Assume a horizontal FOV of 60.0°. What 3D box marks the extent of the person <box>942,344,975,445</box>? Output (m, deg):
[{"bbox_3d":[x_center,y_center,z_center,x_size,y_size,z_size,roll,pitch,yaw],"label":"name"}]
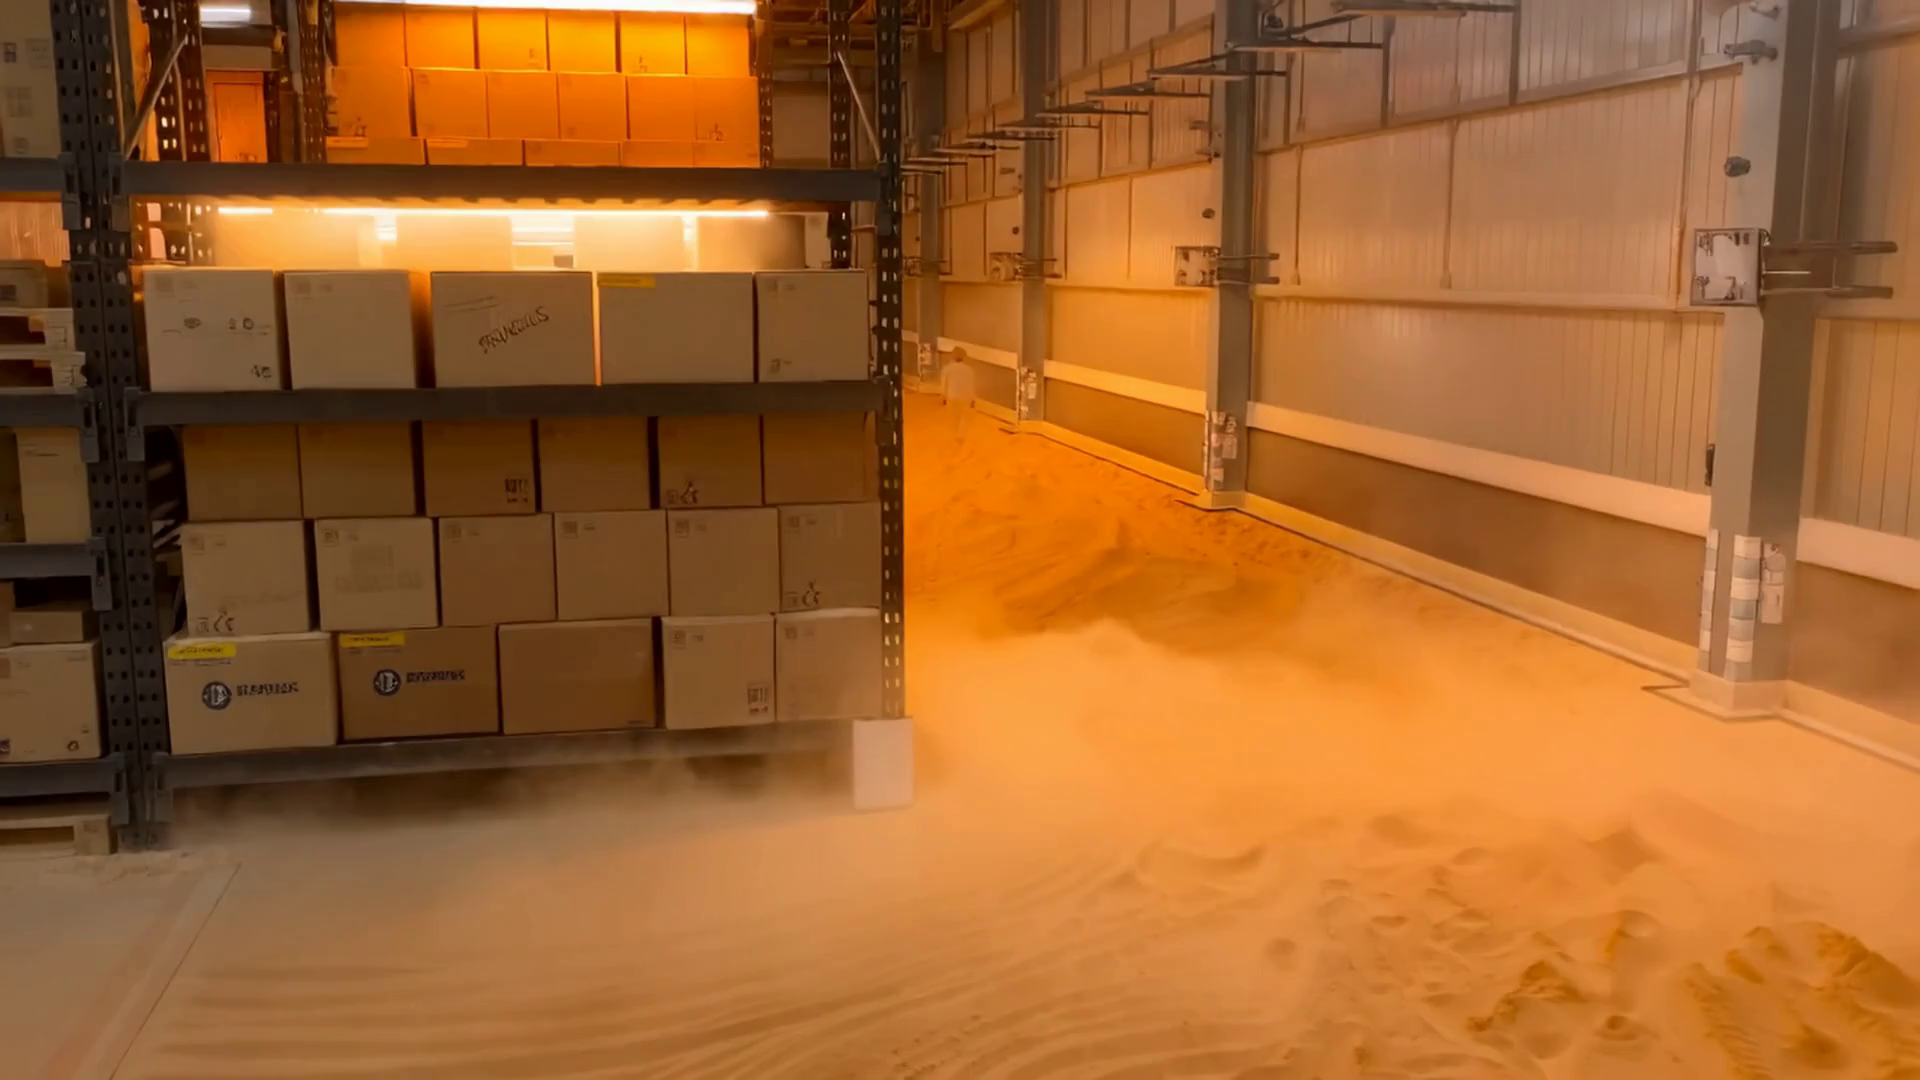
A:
[{"bbox_3d":[-0.026,-2.468,28.298,0.586,1.737,0.405,2,9,11],"label":"person"}]
